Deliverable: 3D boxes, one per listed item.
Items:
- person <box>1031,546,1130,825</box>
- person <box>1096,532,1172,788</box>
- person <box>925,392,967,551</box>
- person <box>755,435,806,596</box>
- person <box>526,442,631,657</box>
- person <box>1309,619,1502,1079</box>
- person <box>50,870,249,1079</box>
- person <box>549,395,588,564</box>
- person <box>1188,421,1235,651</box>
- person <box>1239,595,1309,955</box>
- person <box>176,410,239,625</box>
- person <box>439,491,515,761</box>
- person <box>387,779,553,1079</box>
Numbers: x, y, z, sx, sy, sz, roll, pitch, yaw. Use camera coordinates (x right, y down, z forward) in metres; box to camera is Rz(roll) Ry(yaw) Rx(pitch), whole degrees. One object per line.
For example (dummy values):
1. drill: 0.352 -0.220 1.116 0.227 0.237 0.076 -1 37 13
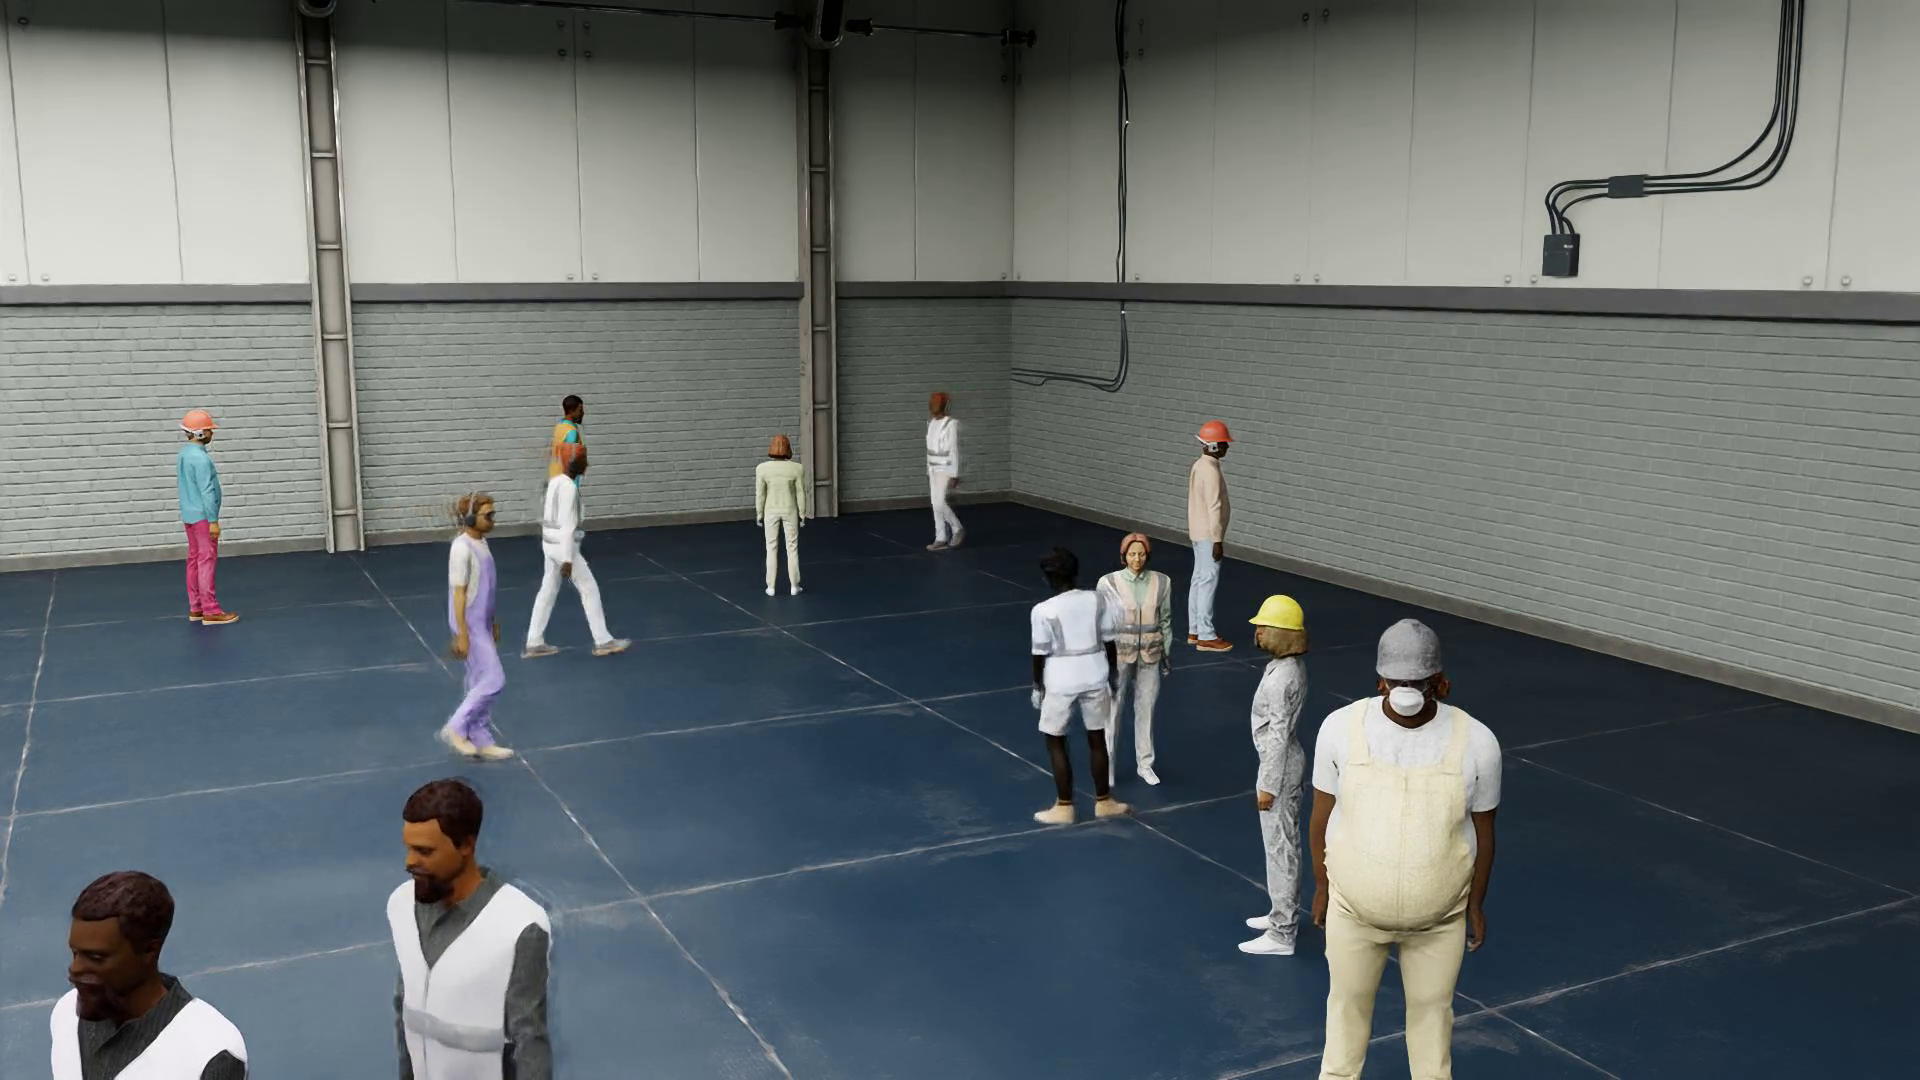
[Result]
1. person: 0.726 0.860 9.878 0.667 1.676 0.317 -4 10 -22
2. person: 1.100 0.760 10.581 0.522 1.638 0.310 -2 9 -11
3. person: -0.224 -0.797 19.451 0.438 1.870 0.601 -6 11 -33
4. person: -1.808 -0.249 16.814 0.509 1.632 0.269 -1 9 -4
5. person: -3.252 0.092 14.096 0.963 1.832 0.641 -4 10 -26
6. person: 1.611 1.288 6.092 0.679 2.000 0.537 3 10 16
7. person: -1.904 1.697 3.940 0.593 1.922 0.391 4 10 24
8. person: -4.363 -0.659 18.534 0.403 1.906 0.605 -4 10 -25
9. person: 2.169 -0.041 14.418 0.381 1.994 0.622 -1 9 -6
10. person: 1.520 1.122 8.024 0.286 1.746 0.491 3 10 18
11. person: -7.043 -0.211 15.471 0.377 1.995 0.608 -9 13 -44
12. person: -3.187 0.587 11.049 0.406 1.833 0.539 0 9 -3
13. person: -1.352 1.580 4.742 0.599 1.900 0.633 6 11 32
